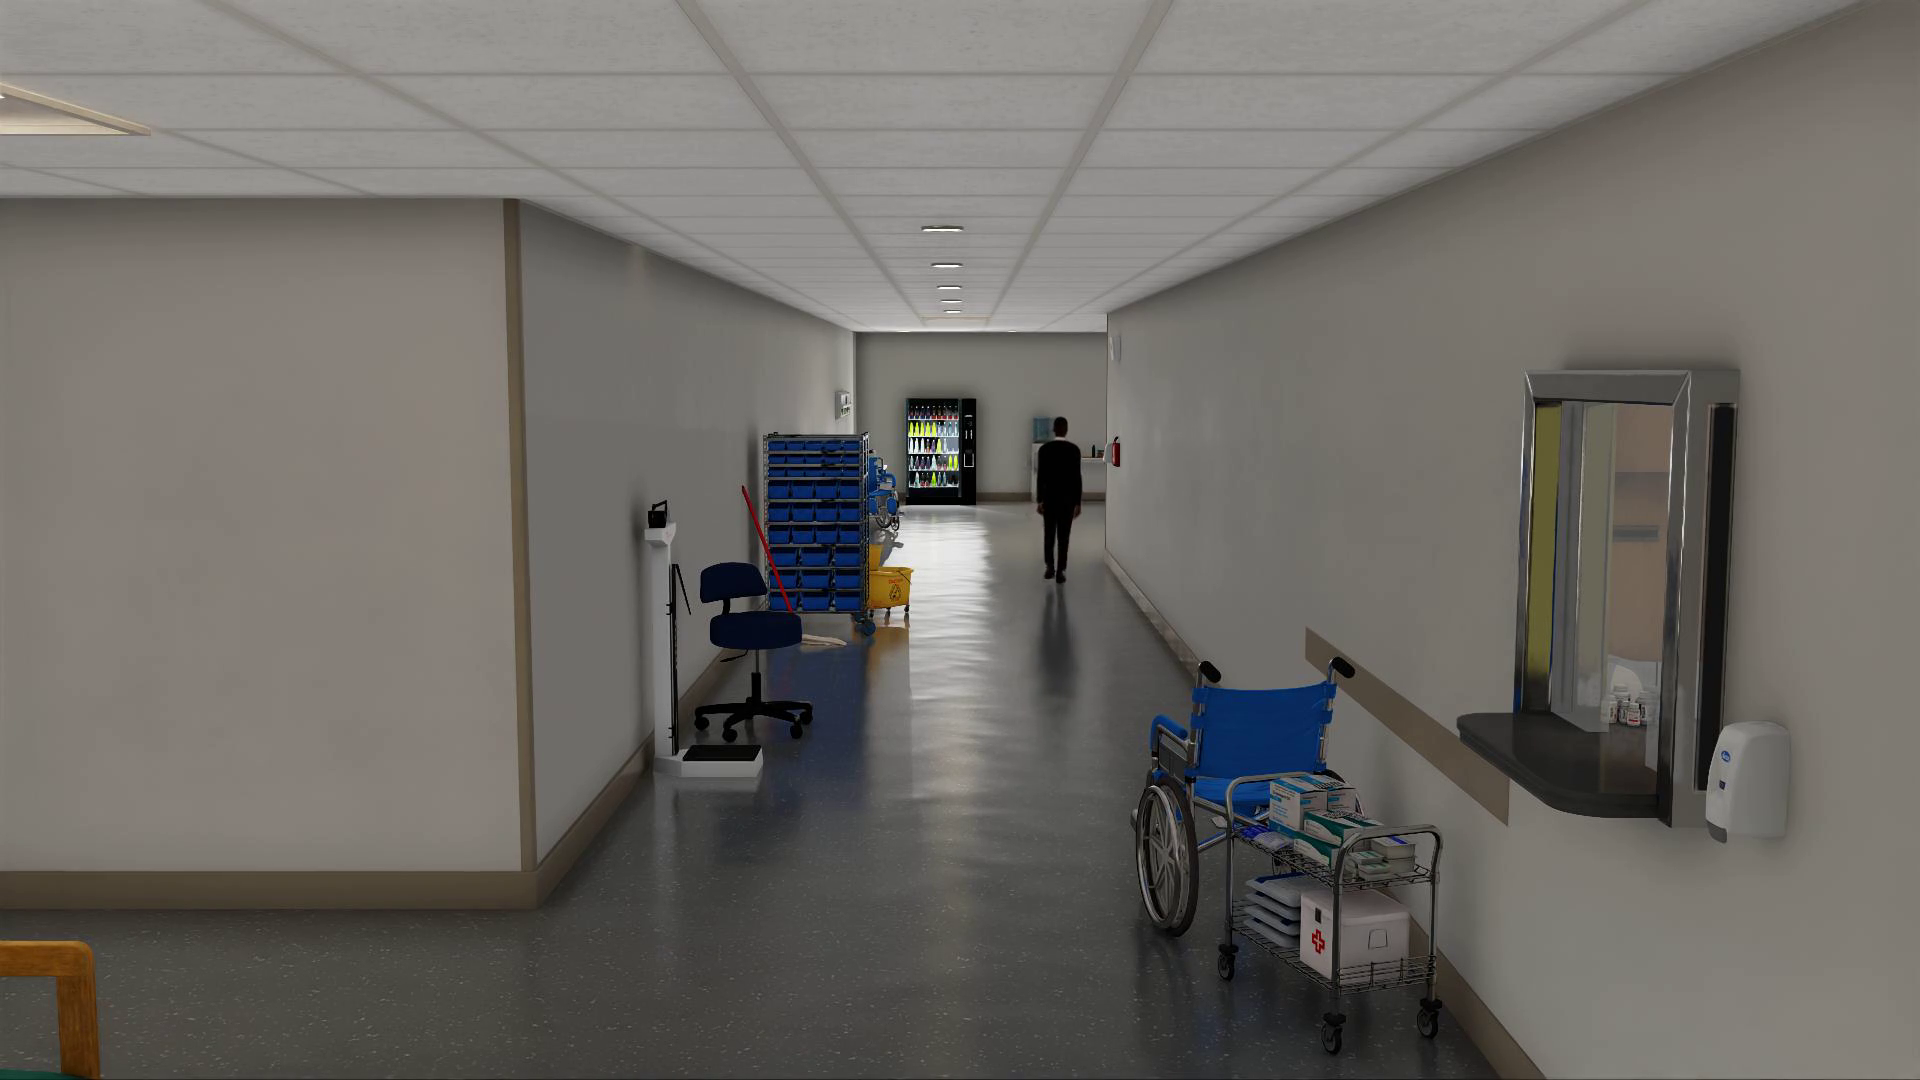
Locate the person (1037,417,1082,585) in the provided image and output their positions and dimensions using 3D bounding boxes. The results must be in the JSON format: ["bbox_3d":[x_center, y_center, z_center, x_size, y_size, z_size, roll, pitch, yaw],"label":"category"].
[{"bbox_3d":[1.071,-0.424,17.956,0.576,1.799,0.720,1,6,7],"label":"person"}]
